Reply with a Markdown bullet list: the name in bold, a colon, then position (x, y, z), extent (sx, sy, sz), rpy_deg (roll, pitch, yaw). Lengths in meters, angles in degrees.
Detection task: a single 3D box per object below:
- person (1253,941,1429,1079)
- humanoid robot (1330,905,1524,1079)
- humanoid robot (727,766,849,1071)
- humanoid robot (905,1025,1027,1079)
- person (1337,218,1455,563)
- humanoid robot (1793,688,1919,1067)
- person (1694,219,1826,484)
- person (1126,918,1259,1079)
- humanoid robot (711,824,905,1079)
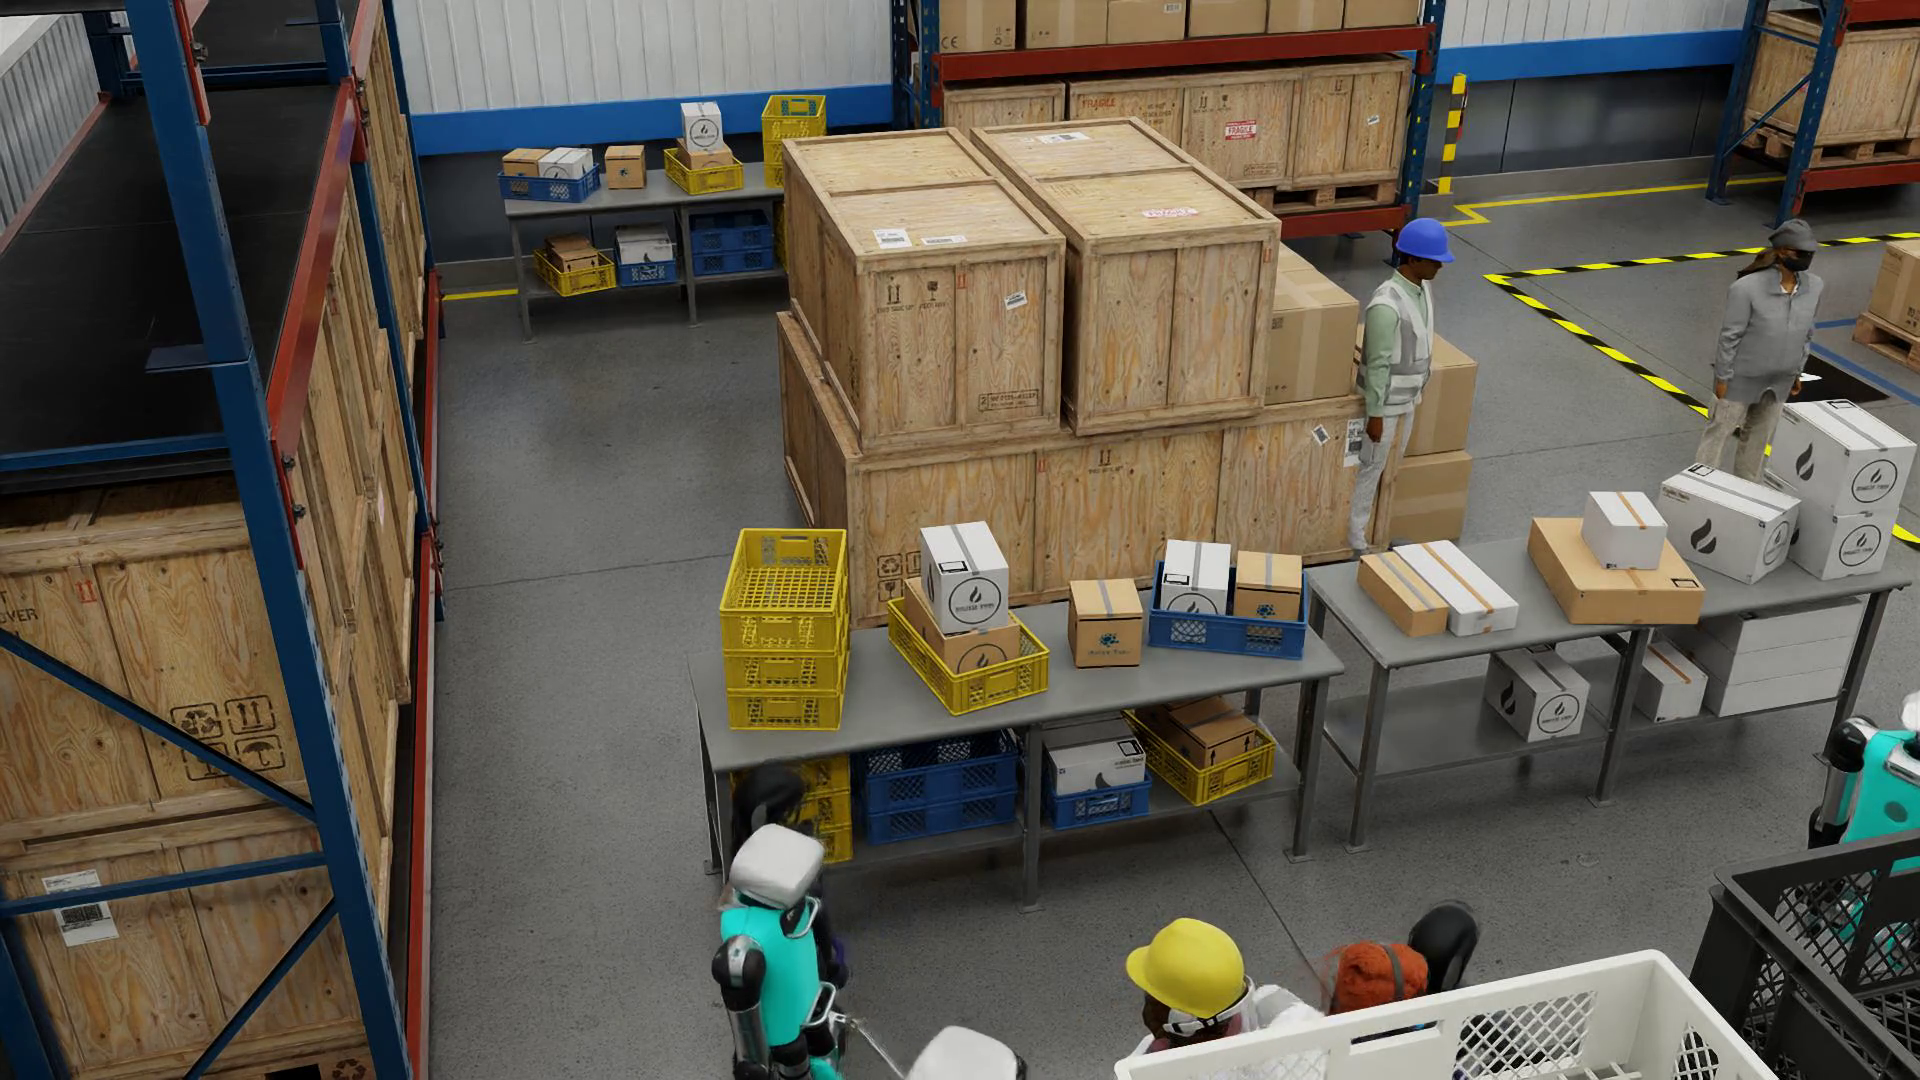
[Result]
- **person**: position (0.840, 1.750, 4.336), extent (0.961, 1.823, 0.622), rpy_deg (-14, 32, -24)
- **humanoid robot**: position (1.232, 1.670, 4.616), extent (0.596, 1.652, 0.346), rpy_deg (18, 33, 29)
- **humanoid robot**: position (-0.548, 1.384, 5.150), extent (0.327, 1.653, 0.608), rpy_deg (-20, 35, -32)
- **humanoid robot**: position (-0.222, 1.875, 4.180), extent (0.728, 1.763, 0.531), rpy_deg (11, 31, 19)
- **person**: position (2.286, -0.759, 8.769), extent (0.410, 1.939, 0.603), rpy_deg (19, 34, 31)
- **humanoid robot**: position (3.078, 1.155, 5.403), extent (0.715, 1.711, 0.529), rpy_deg (-19, 34, -31)
- **person**: position (4.418, -0.923, 9.236), extent (0.564, 1.769, 0.395), rpy_deg (-6, 29, -10)
- **person**: position (0.561, 1.720, 4.372), extent (0.403, 1.834, 0.588), rpy_deg (11, 31, 19)
- **humanoid robot**: position (-0.308, 1.599, 4.716), extent (0.662, 1.824, 0.540), rpy_deg (6, 29, 11)
